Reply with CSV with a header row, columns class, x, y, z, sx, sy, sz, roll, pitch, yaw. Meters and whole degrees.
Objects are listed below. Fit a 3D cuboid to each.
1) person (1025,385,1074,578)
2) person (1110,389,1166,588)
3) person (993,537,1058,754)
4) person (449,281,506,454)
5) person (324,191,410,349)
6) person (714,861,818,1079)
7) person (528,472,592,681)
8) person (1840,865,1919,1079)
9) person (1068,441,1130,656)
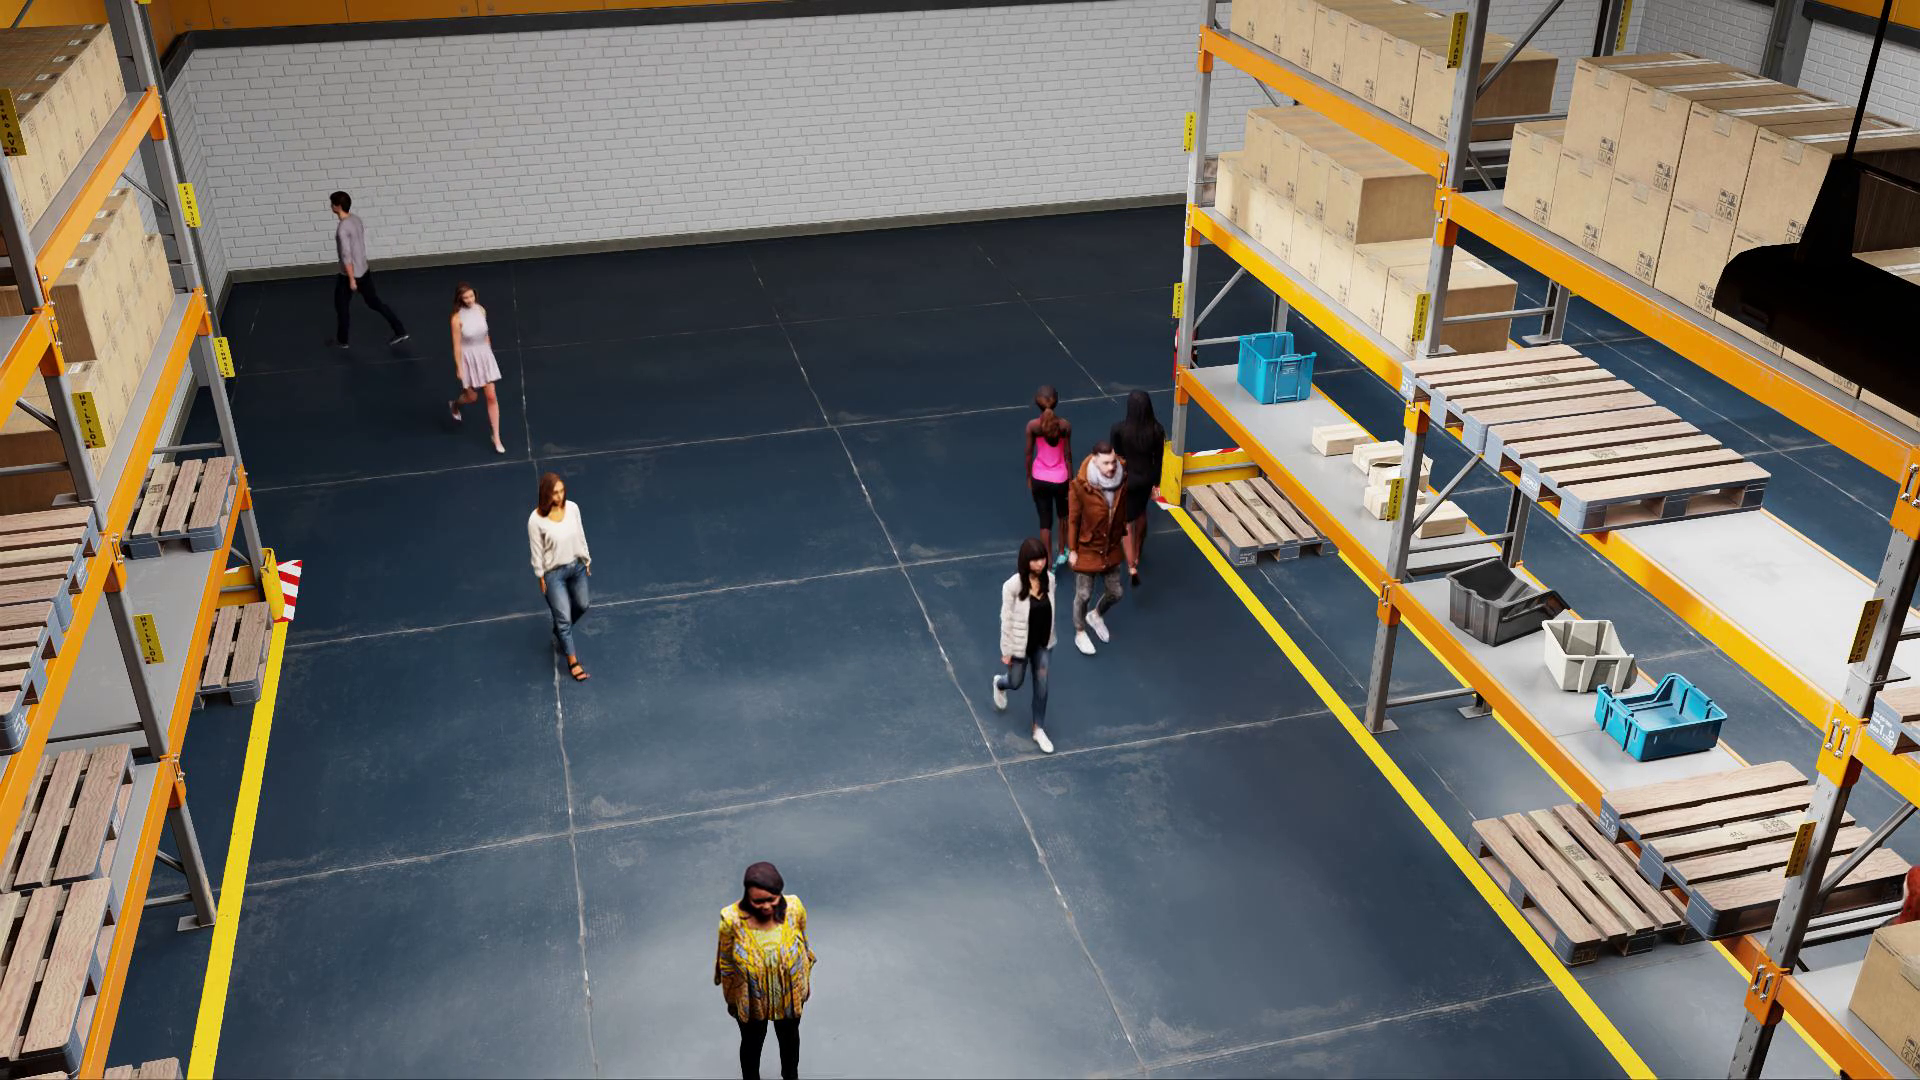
class,x,y,z,sx,sy,sz,roll,pitch,yaw
person,0.737,-0.436,13.935,0.719,1.698,0.817,4,29,8
person,1.478,-0.407,13.888,0.727,1.693,1.129,-2,29,-4
person,0.450,0.696,11.939,0.710,1.622,1.009,-13,31,-22
person,-4.784,-1.713,16.233,1.110,1.739,0.894,25,37,38
person,-6.617,-2.955,18.443,1.029,1.803,1.225,3,29,5
person,-1.019,2.378,8.821,0.753,1.655,0.787,-12,31,-20
person,-3.068,0.224,12.750,0.817,1.674,0.929,-23,36,-35
person,4.816,2.435,8.599,0.583,1.769,0.529,-9,30,-16
person,1.015,0.029,12.953,0.751,1.822,0.741,-12,31,-21
